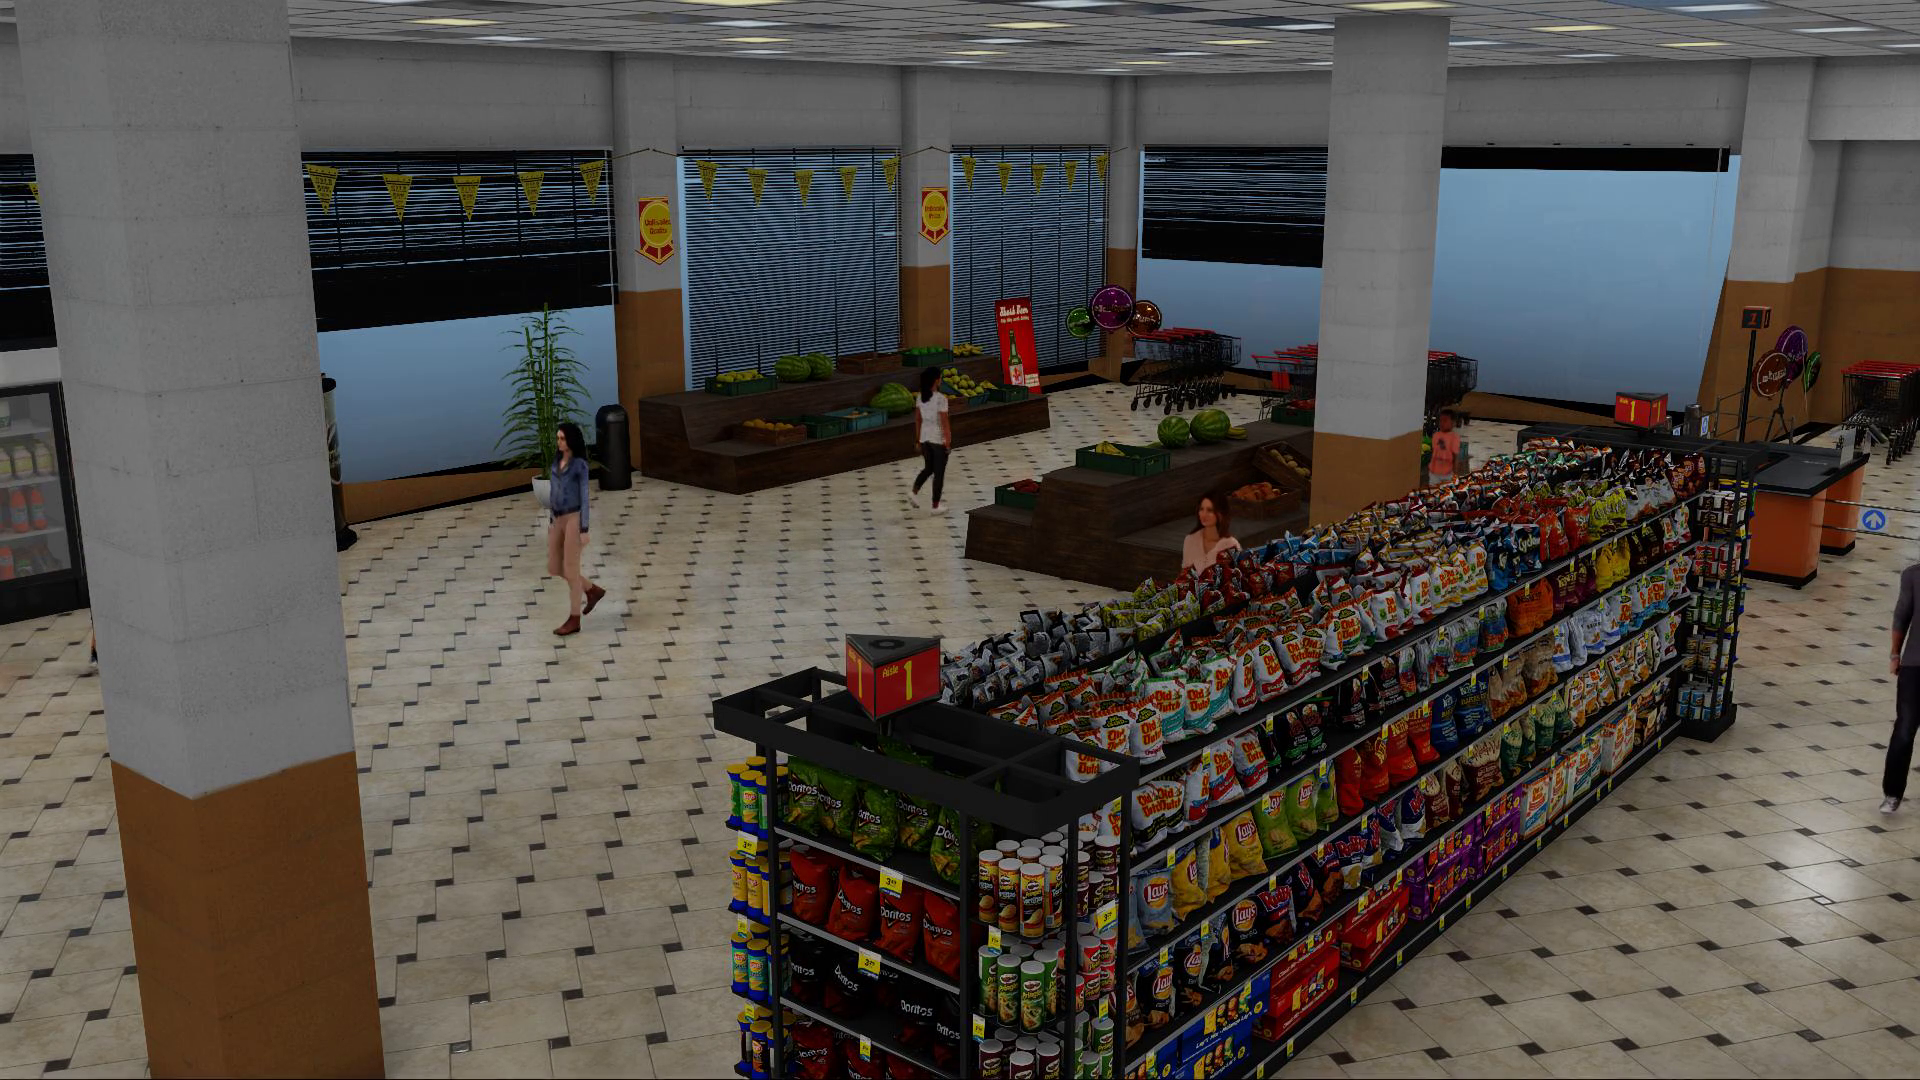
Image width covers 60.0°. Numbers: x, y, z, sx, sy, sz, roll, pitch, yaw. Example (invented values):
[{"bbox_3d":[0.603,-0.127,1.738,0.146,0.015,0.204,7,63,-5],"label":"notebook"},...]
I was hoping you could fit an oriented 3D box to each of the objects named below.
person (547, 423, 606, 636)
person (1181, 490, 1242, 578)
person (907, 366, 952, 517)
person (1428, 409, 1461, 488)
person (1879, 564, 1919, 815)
[{"bbox_3d":[-3.175,-0.109,13.821,0.619,1.768,0.800,12,18,41],"label":"person"},{"bbox_3d":[1.706,0.520,11.228,0.592,1.768,1.020,11,17,38],"label":"person"},{"bbox_3d":[-0.335,-1.050,17.985,0.569,1.634,0.748,12,18,40],"label":"person"},{"bbox_3d":[5.060,-0.715,17.301,0.808,1.306,0.569,-12,18,-40],"label":"person"},{"bbox_3d":[5.972,0.752,10.146,0.739,1.827,0.926,9,16,32],"label":"person"}]
